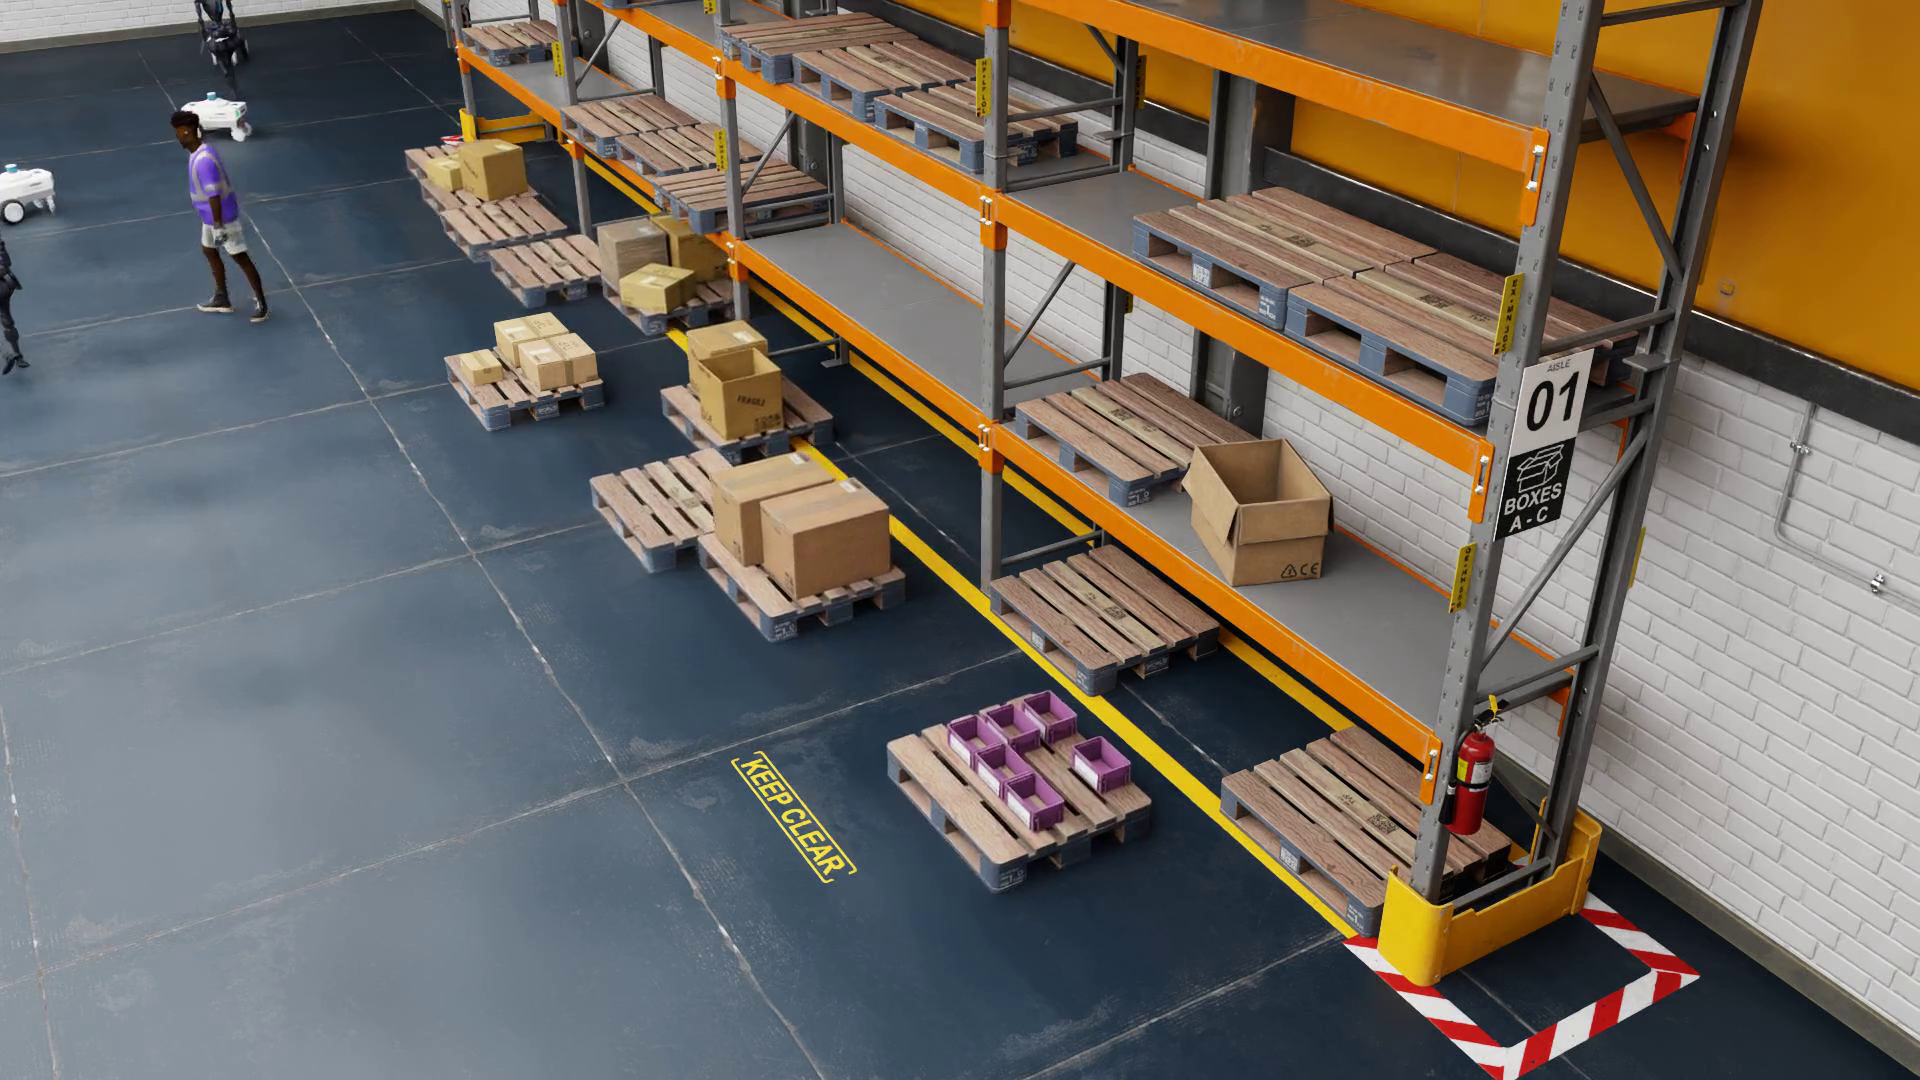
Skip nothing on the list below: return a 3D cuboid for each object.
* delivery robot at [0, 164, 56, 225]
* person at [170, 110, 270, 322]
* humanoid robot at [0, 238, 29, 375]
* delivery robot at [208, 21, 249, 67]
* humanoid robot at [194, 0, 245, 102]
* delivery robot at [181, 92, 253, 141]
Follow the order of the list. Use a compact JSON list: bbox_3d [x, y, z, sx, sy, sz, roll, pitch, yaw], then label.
[{"bbox_3d":[-10.191,-3.737,17.950,0.515,0.606,0.778,17,34,28],"label":"delivery robot"},{"bbox_3d":[-6.820,-2.951,15.159,0.640,1.924,0.683,-15,33,-25],"label":"person"},{"bbox_3d":[-8.223,-2.190,14.066,0.453,1.645,0.588,15,33,25],"label":"humanoid robot"},{"bbox_3d":[-10.615,-7.182,24.034,0.499,0.608,0.786,-7,30,-12],"label":"delivery robot"},{"bbox_3d":[-9.742,-6.599,21.861,0.541,1.643,0.606,16,33,26],"label":"humanoid robot"},{"bbox_3d":[-9.218,-5.223,20.569,0.795,0.602,0.499,-1,30,-1],"label":"delivery robot"}]
